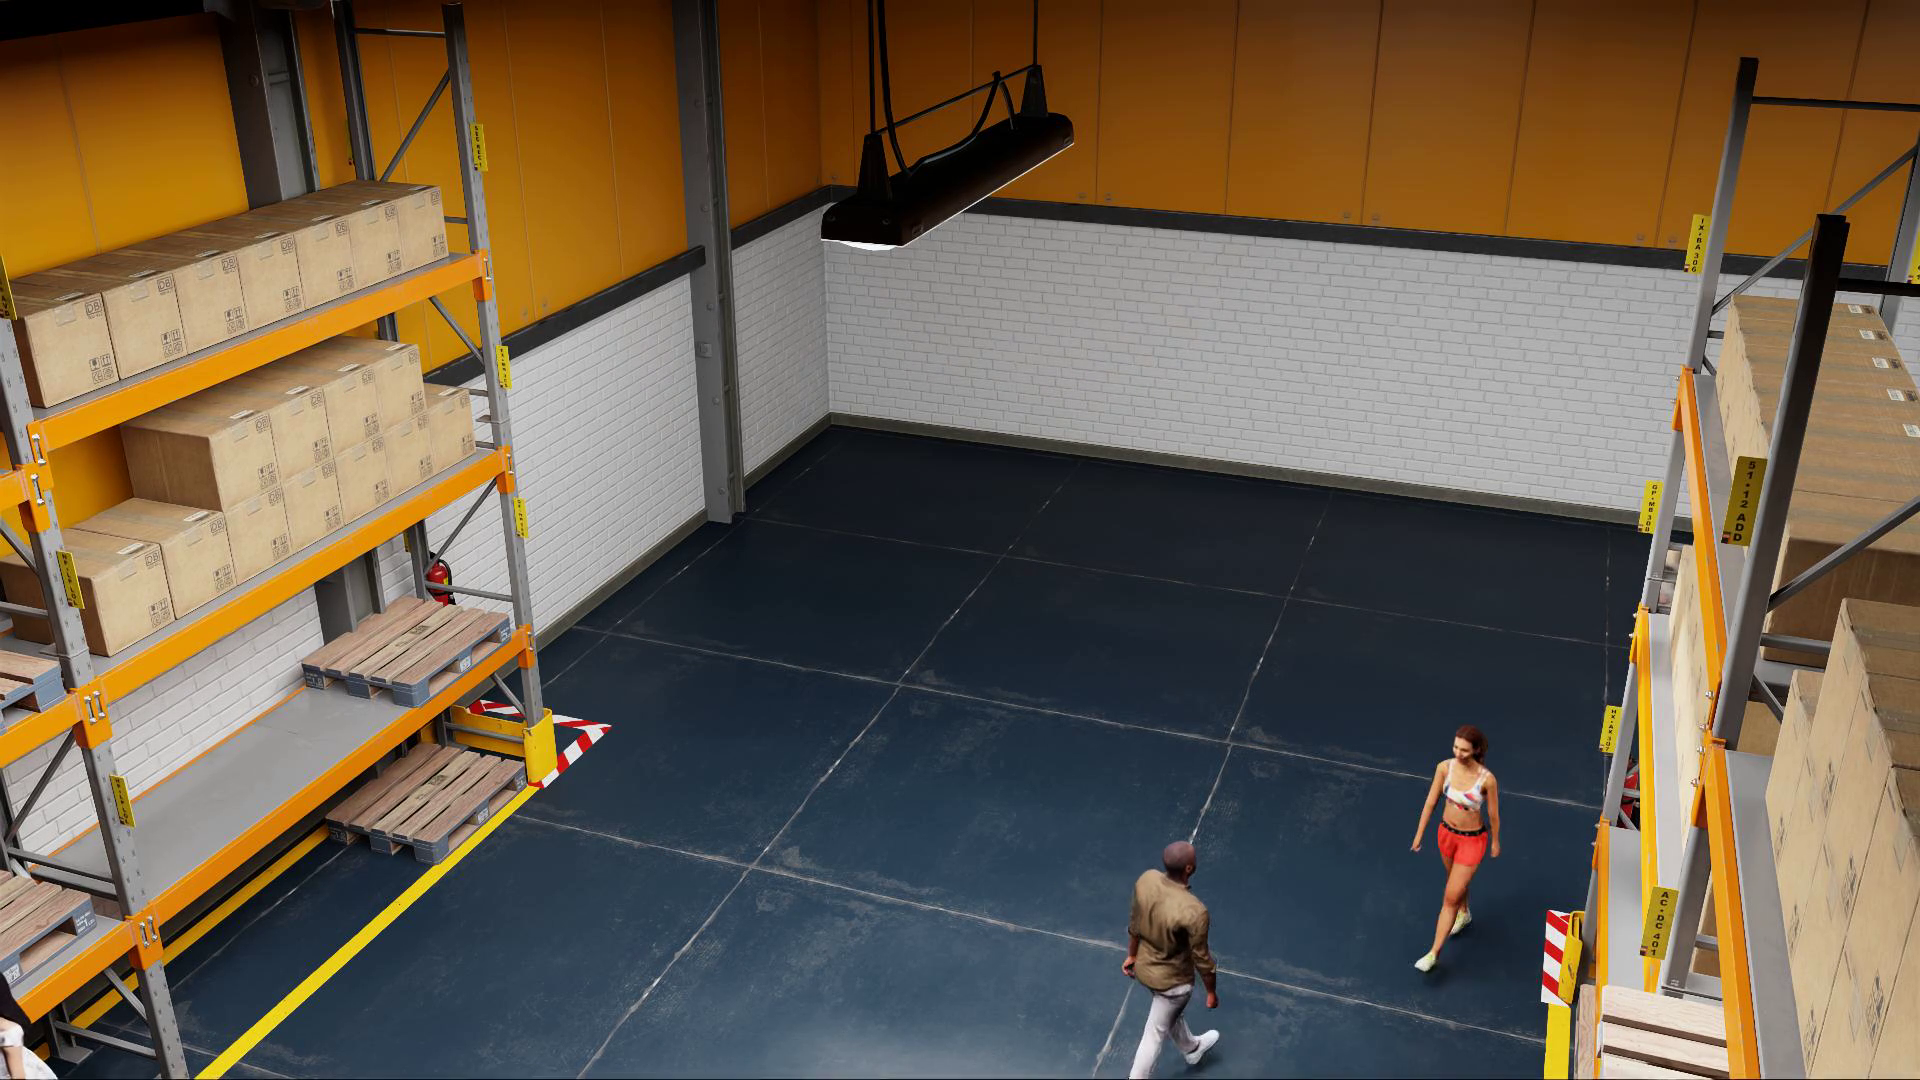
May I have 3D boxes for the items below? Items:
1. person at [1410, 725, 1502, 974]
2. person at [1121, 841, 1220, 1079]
[{"bbox_3d":[3.408,1.995,11.183,0.913,1.741,1.214,20,31,38],"label":"person"},{"bbox_3d":[1.147,2.592,9.754,1.245,1.791,1.130,-15,28,-31],"label":"person"}]
